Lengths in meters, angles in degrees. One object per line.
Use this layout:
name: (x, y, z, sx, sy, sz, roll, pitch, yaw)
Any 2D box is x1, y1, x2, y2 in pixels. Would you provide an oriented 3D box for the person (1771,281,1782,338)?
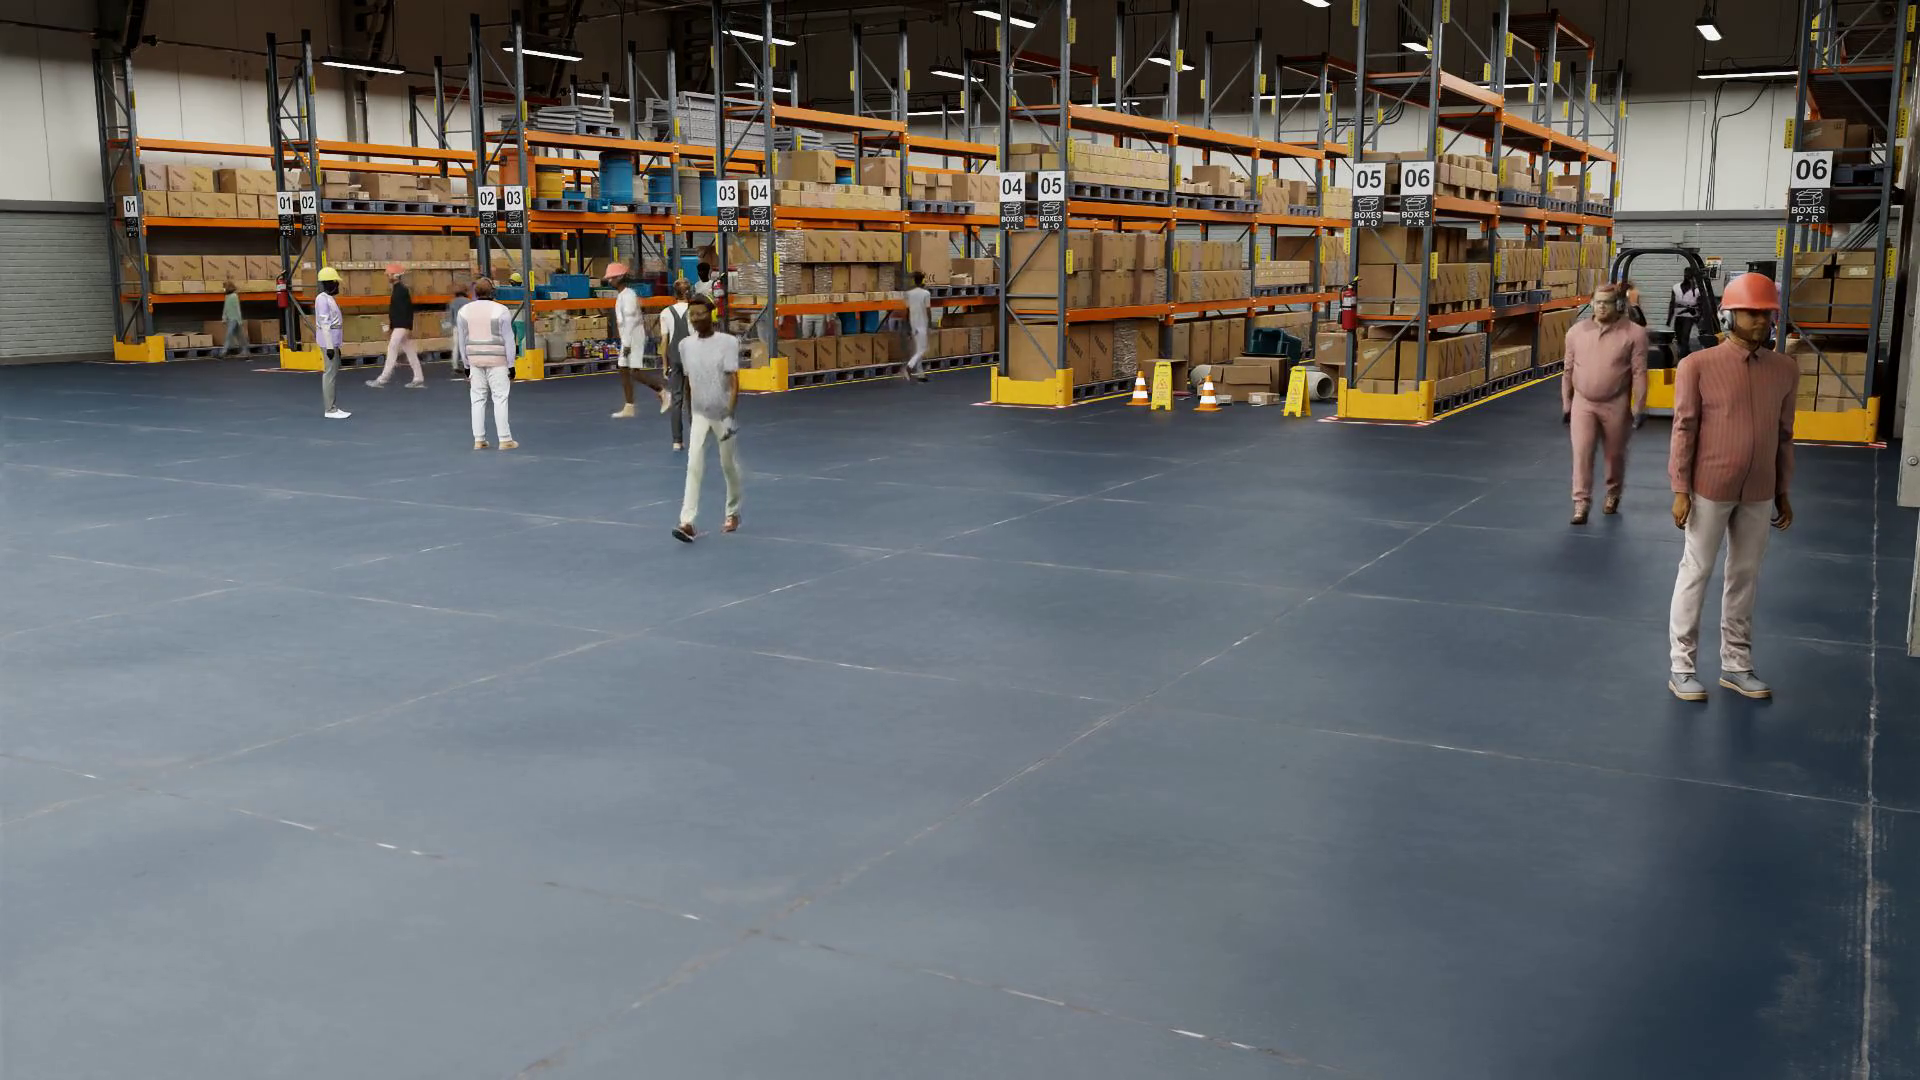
person: (14.209, -3.874, 29.313, 0.407, 1.906, 0.655, -9, 13, -42)

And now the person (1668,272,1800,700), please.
person: (3.614, -0.242, 7.787, 0.612, 1.997, 0.376, -1, 10, -8)

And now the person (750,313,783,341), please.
person: (-3.473, -3.895, 29.699, 0.627, 1.813, 0.464, 4, 10, 21)

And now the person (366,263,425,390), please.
person: (-8.857, -3.322, 25.937, 0.973, 1.947, 0.642, -4, 10, -22)

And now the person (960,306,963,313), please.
person: (0.240, -4.777, 35.520, 0.501, 1.600, 0.804, 5, 11, 25)

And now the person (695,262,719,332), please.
person: (-4.726, -4.177, 30.935, 0.603, 1.959, 0.380, 6, 11, 32)

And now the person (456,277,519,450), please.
person: (-5.049, -1.885, 17.855, 0.626, 1.845, 0.429, 2, 10, 10)

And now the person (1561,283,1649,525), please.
person: (5.075, -1.088, 13.116, 0.651, 1.870, 0.936, 5, 11, 29)

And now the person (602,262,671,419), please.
person: (-4.116, -2.534, 21.191, 0.799, 2.008, 0.622, -5, 11, -25)

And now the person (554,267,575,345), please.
person: (-8.027, -4.604, 33.781, 0.546, 1.841, 0.797, 5, 11, 28)

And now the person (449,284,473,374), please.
person: (-8.773, -3.743, 29.489, 0.551, 1.570, 0.882, 3, 10, 15)

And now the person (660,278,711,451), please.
person: (-2.925, -1.862, 17.723, 0.507, 1.842, 0.351, 1, 10, 5)

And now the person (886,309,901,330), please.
person: (-1.210, -4.310, 32.305, 0.523, 1.760, 0.328, 4, 10, 20)

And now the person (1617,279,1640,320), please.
person: (14.109, -4.707, 35.070, 0.561, 1.611, 0.381, -5, 11, -25)

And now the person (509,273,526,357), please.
person: (-7.986, -3.926, 30.028, 0.523, 1.769, 0.310, 4, 11, 23)

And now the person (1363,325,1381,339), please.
person: (8.679, -4.827, 34.933, 0.569, 1.888, 0.957, 5, 11, 25)

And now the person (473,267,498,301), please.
person: (-8.733, -4.138, 30.941, 0.555, 1.872, 1.033, 3, 10, 19)

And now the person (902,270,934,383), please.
person: (-0.697, -3.463, 27.069, 0.520, 1.853, 0.673, 8, 13, 40)

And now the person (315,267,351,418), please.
person: (-8.064, -2.524, 21.341, 0.355, 1.930, 0.587, -2, 10, -14)

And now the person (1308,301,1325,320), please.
person: (8.227, -5.248, 38.188, 0.529, 1.624, 0.563, 6, 12, 33)

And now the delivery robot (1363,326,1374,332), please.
delivery robot: (9.366, -4.631, 37.420, 0.707, 0.478, 0.477, -2, 10, -12)

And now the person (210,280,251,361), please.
person: (-14.352, -4.285, 32.613, 0.830, 1.588, 0.527, -8, 13, -40)

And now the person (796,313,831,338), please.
person: (-2.599, -3.919, 29.532, 0.630, 1.931, 0.373, 0, 10, -2)

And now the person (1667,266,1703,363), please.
person: (13.484, -4.132, 30.863, 0.797, 1.897, 0.597, -8, 13, -40)

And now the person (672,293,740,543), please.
person: (-1.848, -0.899, 12.203, 0.497, 1.805, 1.019, 2, 10, 11)
